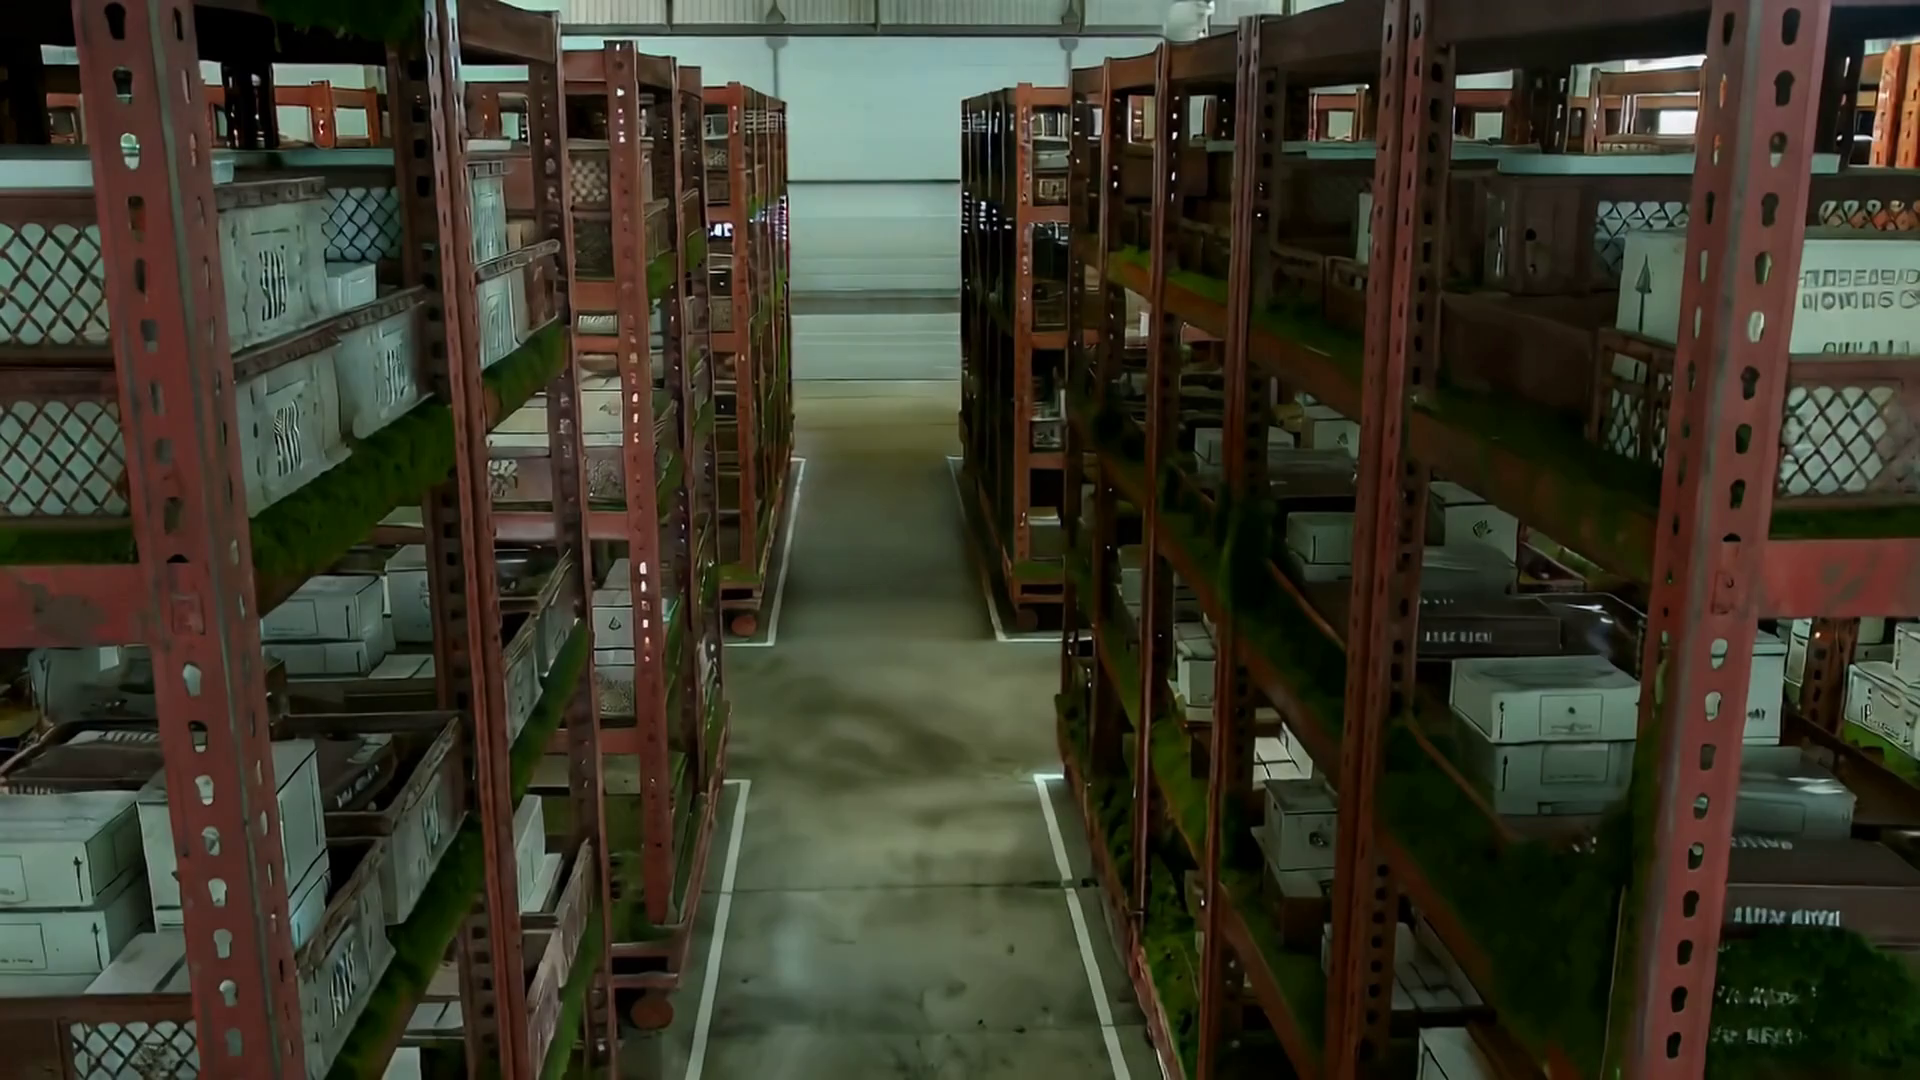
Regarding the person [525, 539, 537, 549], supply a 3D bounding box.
[{"bbox_3d":[-2.659,-0.201,10.483,0.414,1.985,0.612,-1,14,-4],"label":"person"}]
